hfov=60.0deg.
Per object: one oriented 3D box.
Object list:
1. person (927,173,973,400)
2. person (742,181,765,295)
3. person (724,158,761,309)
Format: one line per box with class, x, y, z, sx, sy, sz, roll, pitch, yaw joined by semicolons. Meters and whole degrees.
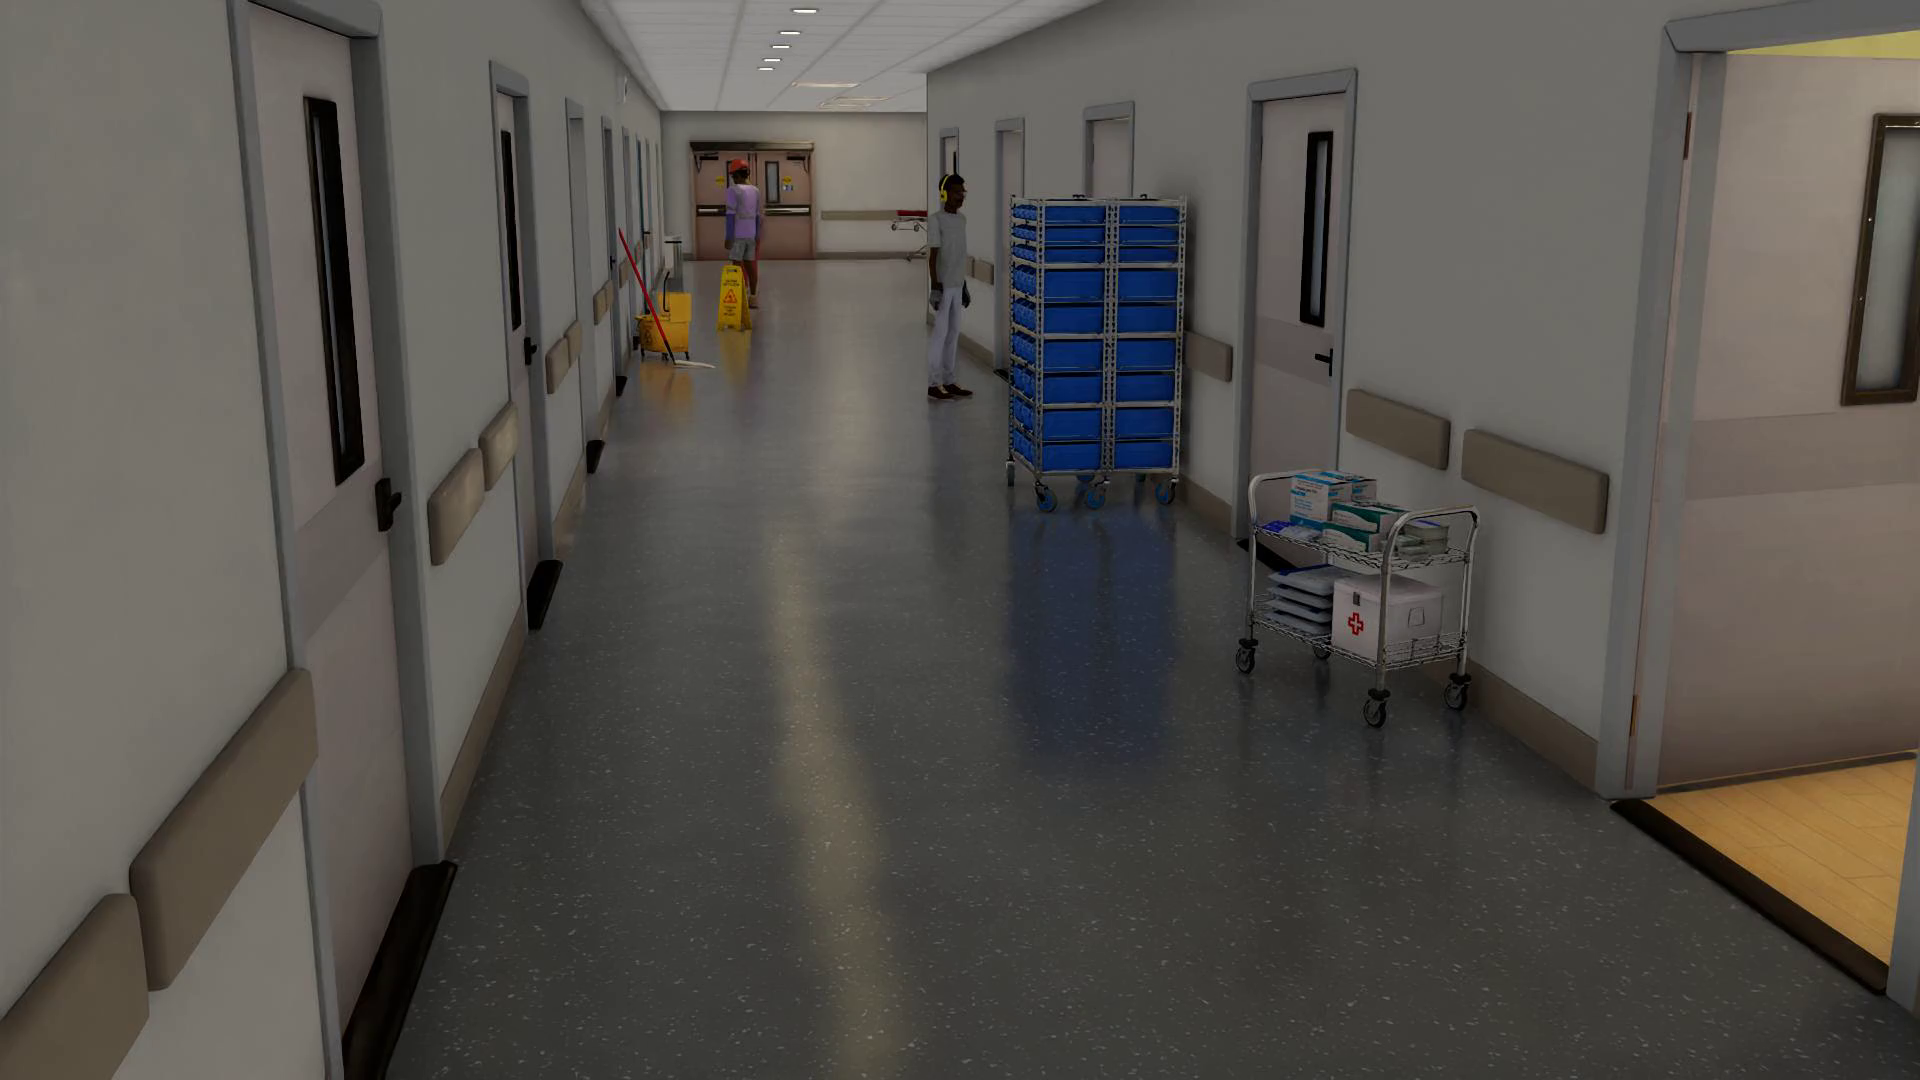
person;-0.083;-2.121;13.955;0.309;1.868;0.535;8;15;31
person;-3.244;-4.631;25.447;0.525;1.718;0.913;-1;13;-6
person;-2.971;-4.147;22.606;0.410;2.028;0.618;9;15;34
